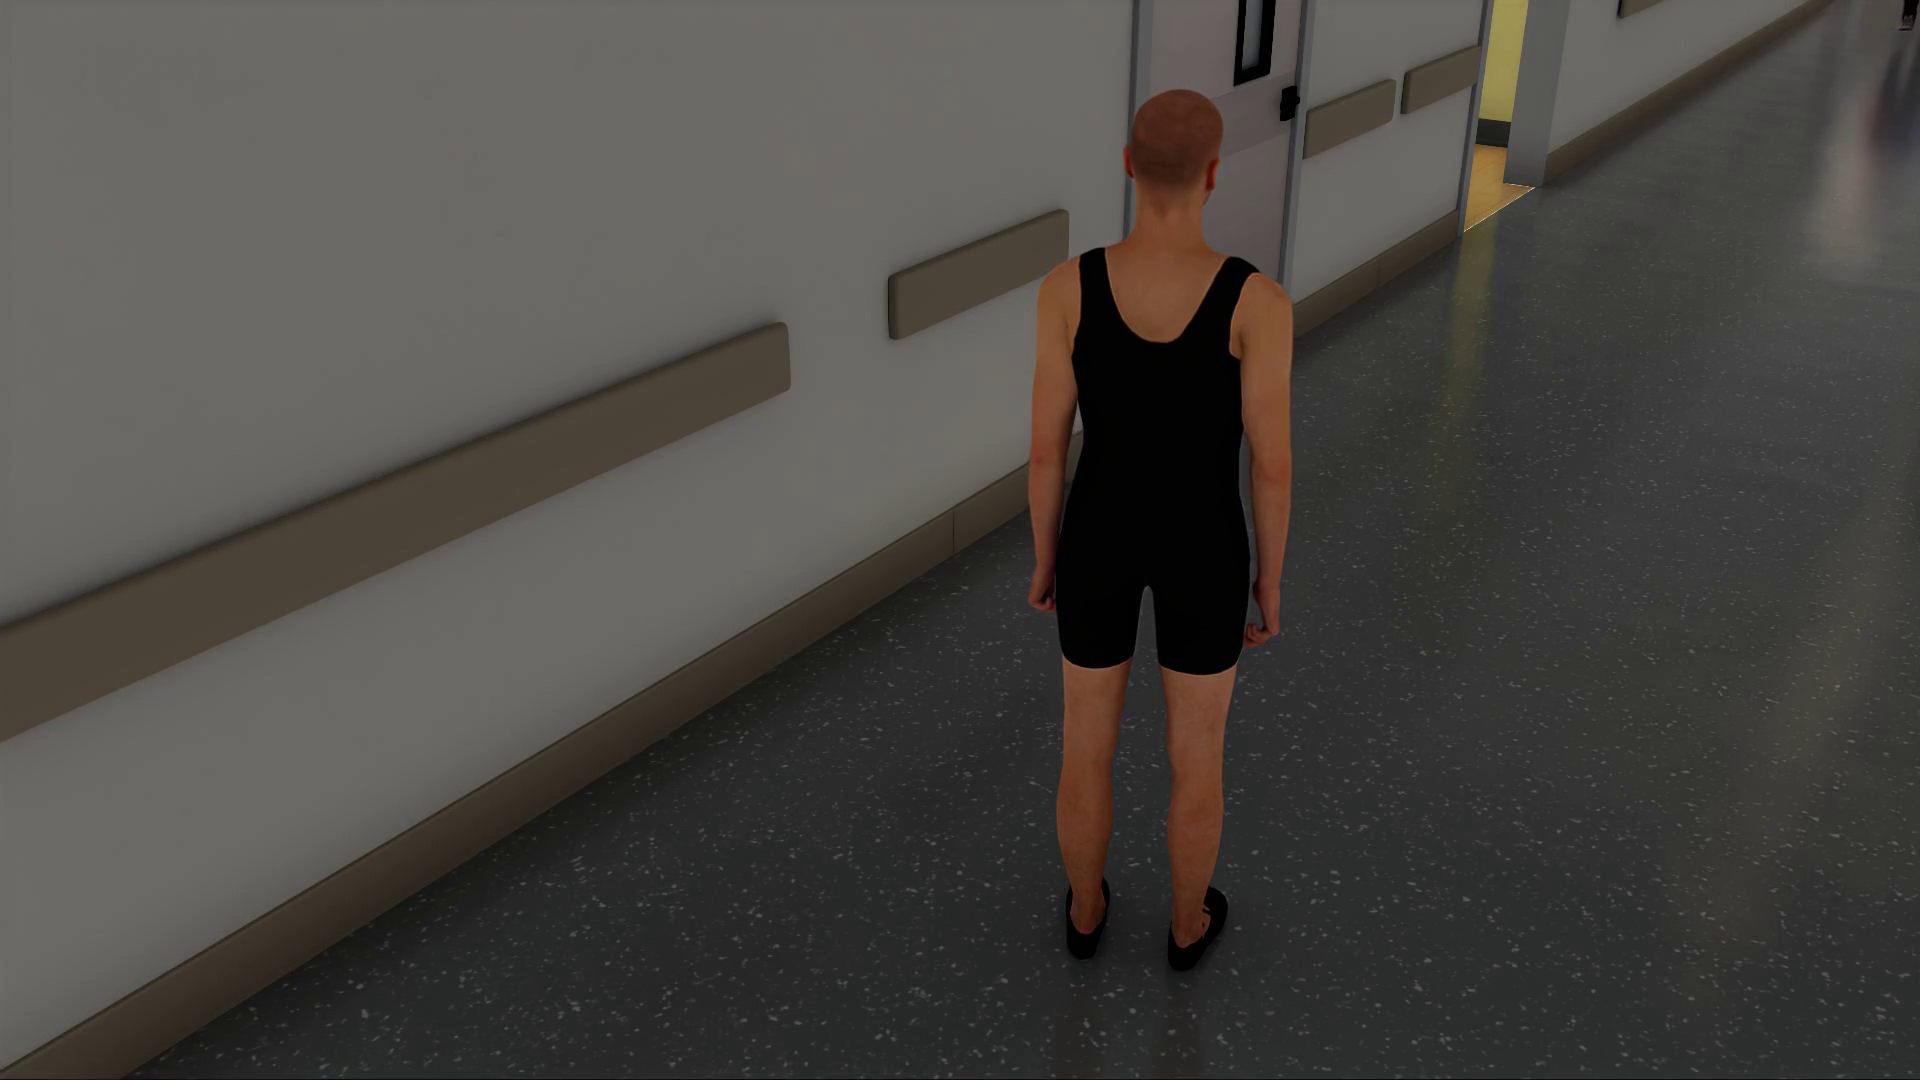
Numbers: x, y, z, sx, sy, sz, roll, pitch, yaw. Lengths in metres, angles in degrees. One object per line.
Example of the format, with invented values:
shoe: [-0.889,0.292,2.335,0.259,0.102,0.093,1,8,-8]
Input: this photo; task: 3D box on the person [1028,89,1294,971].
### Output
person: [0.369,0.044,3.254,0.573,1.815,0.770,6,26,13]
